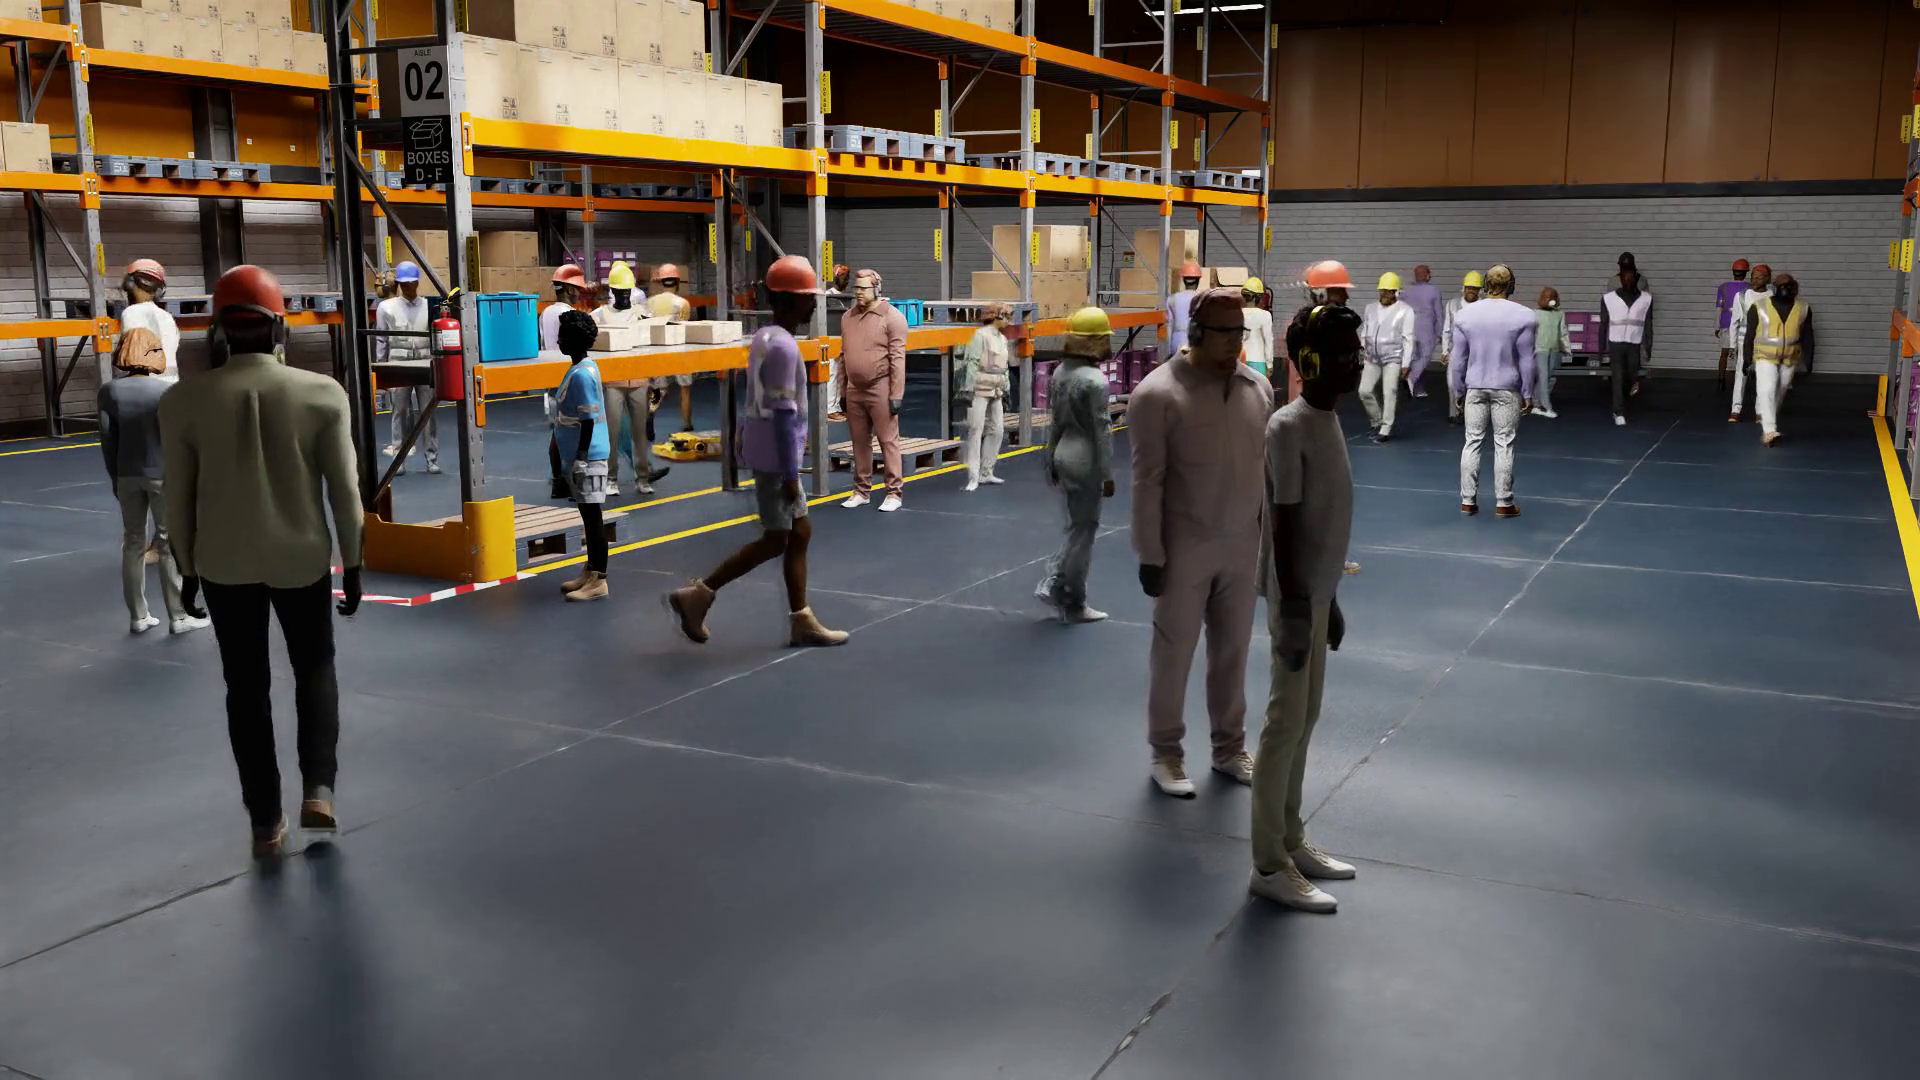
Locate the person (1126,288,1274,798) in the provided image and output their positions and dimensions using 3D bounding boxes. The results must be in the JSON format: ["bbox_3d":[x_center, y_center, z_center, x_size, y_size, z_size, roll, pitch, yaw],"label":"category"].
[{"bbox_3d":[0.929,0.014,6.227,0.649,1.896,0.400,-5,11,-28],"label":"person"}]

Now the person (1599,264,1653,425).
[{"bbox_3d":[7.897,-2.329,19.784,0.598,1.892,0.769,2,10,9],"label":"person"}]

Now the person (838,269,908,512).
[{"bbox_3d":[-0.711,-1.171,13.087,0.639,1.899,0.395,7,12,35],"label":"person"}]

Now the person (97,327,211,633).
[{"bbox_3d":[-4.308,-0.312,8.858,0.499,1.634,0.279,2,10,10],"label":"person"}]

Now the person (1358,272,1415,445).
[{"bbox_3d":[4.502,-1.917,17.593,0.624,1.819,0.414,9,13,41],"label":"person"}]

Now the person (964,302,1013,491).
[{"bbox_3d":[0.213,-1.227,14.239,0.327,1.609,0.616,7,12,34],"label":"person"}]

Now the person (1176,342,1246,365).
[{"bbox_3d":[1.797,-0.874,11.923,0.535,1.700,0.318,3,10,18],"label":"person"}]

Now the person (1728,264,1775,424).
[{"bbox_3d":[9.455,-2.322,19.766,0.584,1.883,0.337,5,11,26],"label":"person"}]

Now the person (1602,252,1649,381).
[{"bbox_3d":[10.459,-3.525,26.283,0.674,2.000,0.535,-2,10,-10],"label":"person"}]

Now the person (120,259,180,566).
[{"bbox_3d":[-5.257,-0.830,10.879,0.409,1.988,0.715,-1,10,-8],"label":"person"}]

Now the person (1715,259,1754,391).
[{"bbox_3d":[11.374,-3.146,24.387,0.552,1.935,0.369,7,12,36],"label":"person"}]

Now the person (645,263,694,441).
[{"bbox_3d":[-3.094,-1.959,17.579,0.561,1.920,0.708,4,11,23],"label":"person"}]

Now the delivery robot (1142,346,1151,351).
[{"bbox_3d":[2.951,-2.805,26.141,0.707,0.478,0.477,-4,11,-23],"label":"delivery robot"}]

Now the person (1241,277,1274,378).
[{"bbox_3d":[3.032,-1.843,17.341,0.525,1.769,0.308,8,12,38],"label":"person"}]

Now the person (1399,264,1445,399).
[{"bbox_3d":[6.355,-2.879,23.017,0.819,1.877,0.645,-9,13,-41],"label":"person"}]

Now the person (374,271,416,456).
[{"bbox_3d":[-5.653,-1.762,16.639,0.326,1.843,0.517,-1,10,-7],"label":"person"}]

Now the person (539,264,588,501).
[{"bbox_3d":[-3.191,-1.280,13.612,0.543,1.928,0.370,9,14,44],"label":"person"}]

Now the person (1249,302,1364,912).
[{"bbox_3d":[1.101,0.199,5.215,0.332,1.874,0.520,5,11,27],"label":"person"}]

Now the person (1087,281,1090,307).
[{"bbox_3d":[1.884,-3.015,24.544,0.560,1.621,0.525,0,10,-1],"label":"person"}]

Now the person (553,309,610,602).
[{"bbox_3d":[-2.205,-0.491,9.713,0.318,1.697,0.534,-3,10,-16],"label":"person"}]

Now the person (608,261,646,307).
[{"bbox_3d":[-4.246,-2.556,21.006,0.594,1.922,0.386,2,10,12],"label":"person"}]

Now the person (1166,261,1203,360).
[{"bbox_3d":[2.557,-2.129,18.540,0.541,1.922,0.412,4,10,20],"label":"person"}]

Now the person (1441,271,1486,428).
[{"bbox_3d":[5.846,-2.180,19.150,0.619,1.807,0.576,5,11,25],"label":"person"}]

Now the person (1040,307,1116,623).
[{"bbox_3d":[0.691,-0.398,9.057,0.354,1.728,0.511,-5,11,-26],"label":"person"}]

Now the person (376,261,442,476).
[{"bbox_3d":[-4.985,-1.556,15.152,0.615,1.945,0.404,-4,11,-22],"label":"person"}]

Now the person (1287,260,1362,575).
[{"bbox_3d":[2.177,-0.769,10.502,0.717,1.978,0.622,7,12,34],"label":"person"}]

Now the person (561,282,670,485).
[{"bbox_3d":[-3.076,-1.334,14.379,1.025,1.775,0.558,2,10,9],"label":"person"}]

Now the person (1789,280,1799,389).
[{"bbox_3d":[12.324,-3.068,24.888,0.366,1.610,0.538,-7,12,-34],"label":"person"}]

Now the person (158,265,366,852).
[{"bbox_3d":[-2.346,0.069,5.636,0.618,1.980,0.428,-4,11,-22],"label":"person"}]

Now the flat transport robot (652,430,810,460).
[{"bbox_3d":[-2.290,-0.972,16.619,1.431,0.197,0.652,-6,11,-30],"label":"flat transport robot"}]

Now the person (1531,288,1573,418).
[{"bbox_3d":[7.287,-2.319,20.585,0.506,1.596,0.740,-3,10,-18],"label":"person"}]

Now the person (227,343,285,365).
[{"bbox_3d":[-6.534,-1.554,15.509,0.429,1.832,0.636,4,11,21],"label":"person"}]

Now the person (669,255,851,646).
[{"bbox_3d":[-1.019,-0.417,8.377,0.848,2.016,0.621,-2,10,-10],"label":"person"}]

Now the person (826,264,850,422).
[{"bbox_3d":[-1.461,-2.373,20.061,0.356,1.887,0.573,3,10,18],"label":"person"}]

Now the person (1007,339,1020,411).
[{"bbox_3d":[0.603,-2.559,21.071,0.609,1.924,0.993,5,11,28],"label":"person"}]

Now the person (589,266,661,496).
[{"bbox_3d":[-2.794,-1.321,13.892,0.589,1.919,0.397,-5,11,-27],"label":"person"}]

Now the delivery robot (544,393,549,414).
[{"bbox_3d":[-4.419,-1.564,18.954,0.707,0.478,0.477,8,13,40],"label":"delivery robot"}]

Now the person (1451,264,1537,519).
[{"bbox_3d":[4.079,-1.131,12.719,0.636,1.939,0.364,6,12,33],"label":"person"}]

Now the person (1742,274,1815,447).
[{"bbox_3d":[8.585,-1.869,17.399,0.657,1.792,0.944,2,10,9],"label":"person"}]
